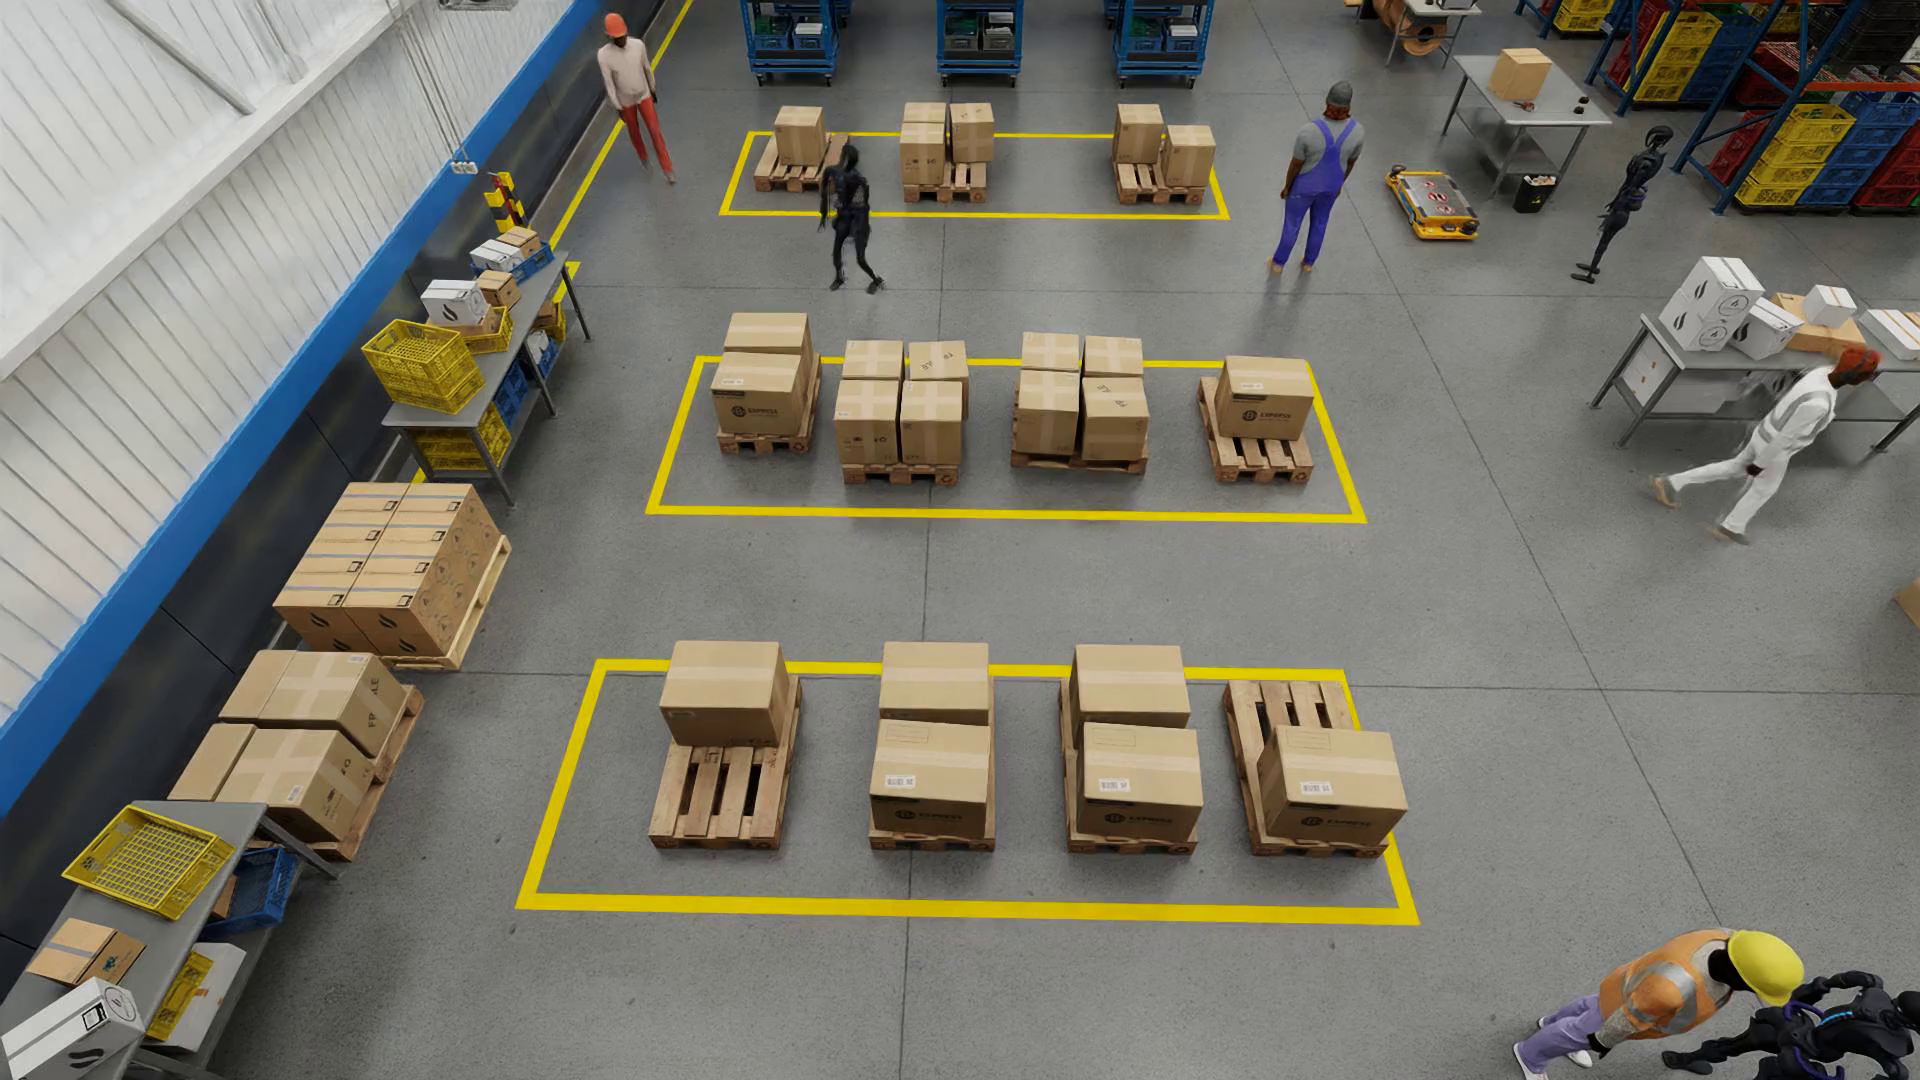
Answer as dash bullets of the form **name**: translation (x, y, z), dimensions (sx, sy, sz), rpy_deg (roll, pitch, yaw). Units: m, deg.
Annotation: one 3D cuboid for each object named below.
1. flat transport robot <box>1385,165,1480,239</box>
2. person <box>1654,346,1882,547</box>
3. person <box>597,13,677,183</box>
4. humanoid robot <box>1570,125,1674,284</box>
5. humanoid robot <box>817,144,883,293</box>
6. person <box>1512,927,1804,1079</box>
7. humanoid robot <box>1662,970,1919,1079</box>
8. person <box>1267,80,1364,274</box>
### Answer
- **flat transport robot**: translation (5.692, -4.094, 11.059), dimensions (0.652, 0.197, 1.431), rpy_deg (1, 49, 1)
- **person**: translation (6.299, -0.781, 7.166), dimensions (0.835, 1.857, 0.578), rpy_deg (26, 54, 21)
- **person**: translation (-3.875, -5.272, 10.990), dimensions (0.613, 1.932, 1.012), rpy_deg (-25, 54, -20)
- **humanoid robot**: translation (6.964, -3.523, 9.650), dimensions (0.342, 1.651, 0.568), rpy_deg (25, 54, 20)
- **humanoid robot**: translation (-1.178, -3.322, 9.486), dimensions (0.664, 1.630, 0.458), rpy_deg (23, 53, 18)
- **person**: translation (3.323, 2.287, 4.463), dimensions (0.583, 1.918, 0.371), rpy_deg (-24, 53, -19)
- **humanoid robot**: translation (4.075, 2.481, 4.445), dimensions (0.320, 1.657, 0.611), rpy_deg (14, 51, 12)
- **person**: translation (3.711, -3.777, 9.631), dimensions (0.677, 2.000, 0.537), rpy_deg (-1, 49, 0)
